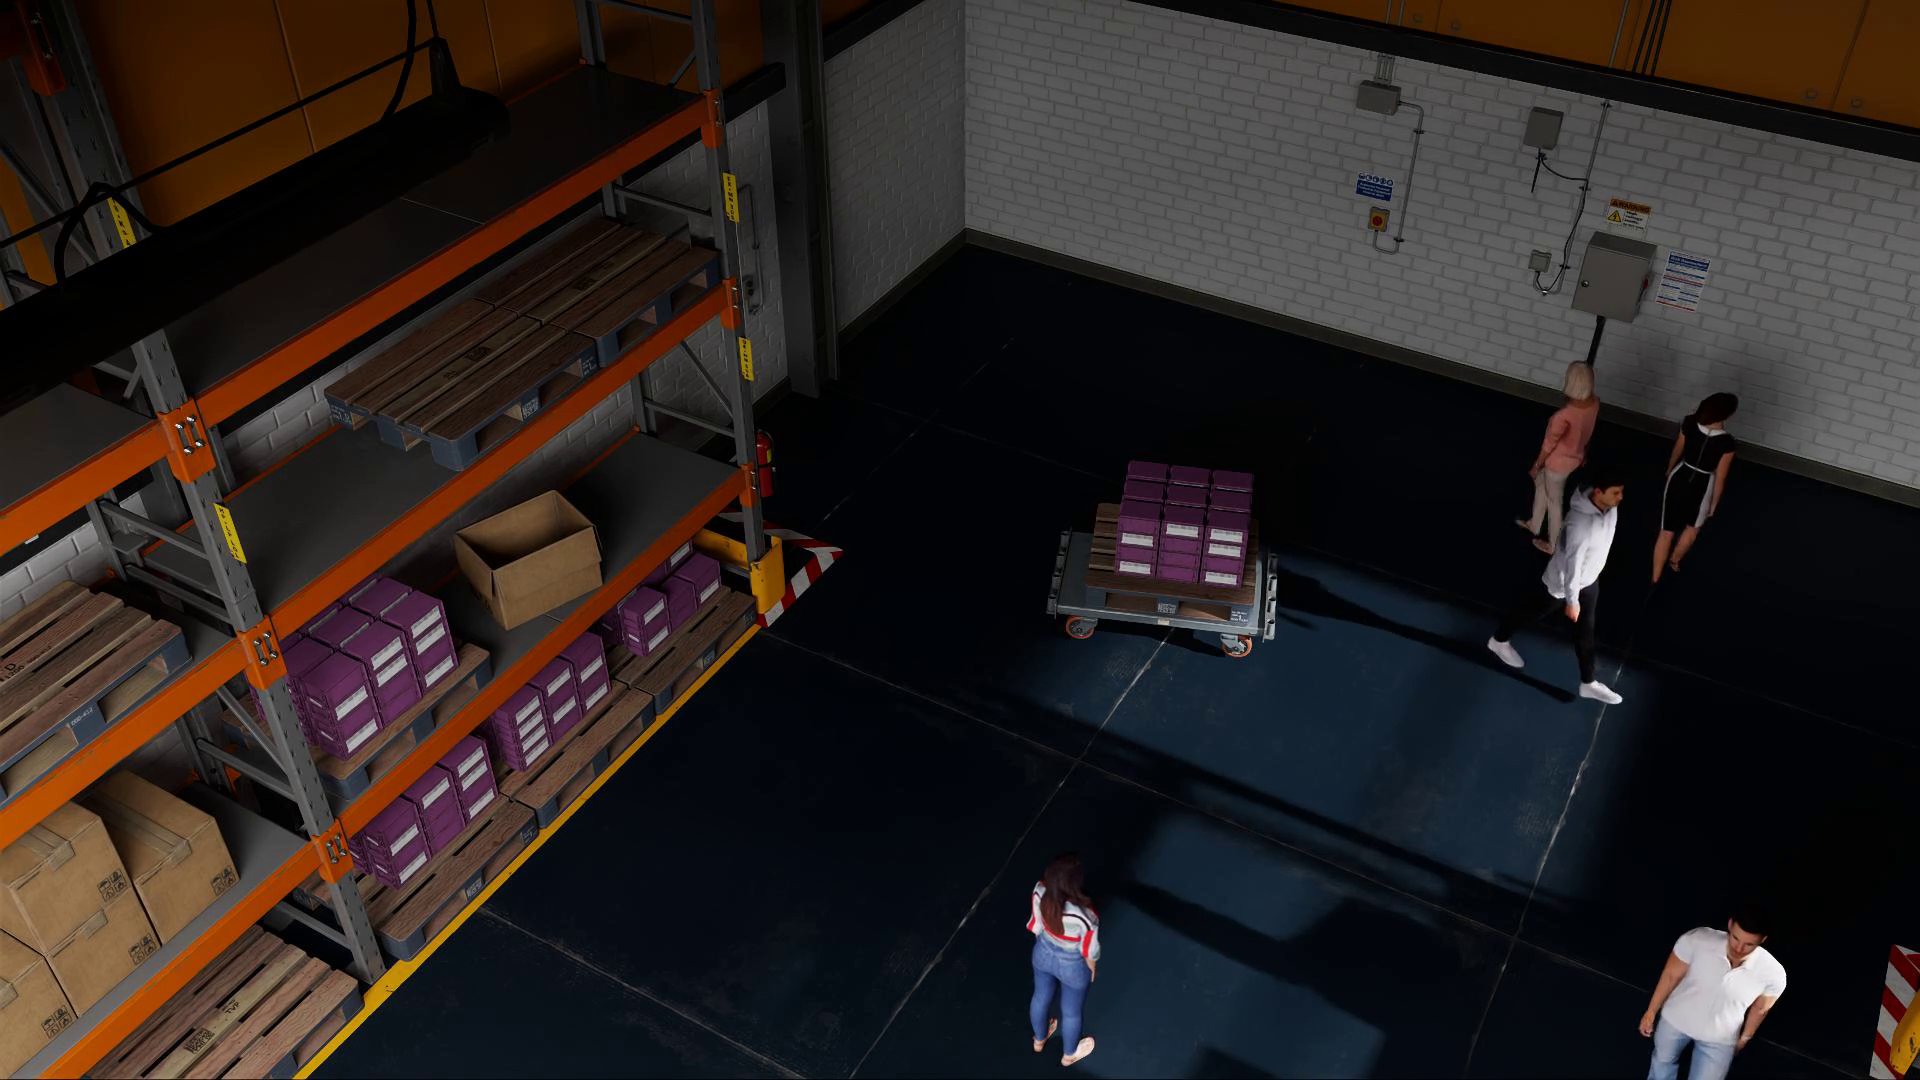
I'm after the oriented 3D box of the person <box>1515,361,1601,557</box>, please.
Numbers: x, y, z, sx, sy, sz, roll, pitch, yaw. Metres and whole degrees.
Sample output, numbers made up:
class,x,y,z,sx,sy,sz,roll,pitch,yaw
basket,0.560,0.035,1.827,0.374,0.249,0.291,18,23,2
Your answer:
class,x,y,z,sx,sy,sz,roll,pitch,yaw
person,4.633,-0.569,12.603,0.772,1.709,0.813,-27,46,-30

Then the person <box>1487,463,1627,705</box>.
class,x,y,z,sx,sy,sz,roll,pitch,yaw
person,4.116,0.230,11.472,1.273,1.873,1.028,-29,47,-31

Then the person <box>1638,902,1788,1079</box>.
class,x,y,z,sx,sy,sz,roll,pitch,yaw
person,3.908,2.461,8.700,0.750,1.847,0.768,30,47,32

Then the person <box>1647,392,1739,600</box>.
class,x,y,z,sx,sy,sz,roll,pitch,yaw
person,5.310,-0.288,12.193,0.699,1.781,0.808,26,45,28

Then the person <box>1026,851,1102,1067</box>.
class,x,y,z,sx,sy,sz,roll,pitch,yaw
person,0.560,2.283,9.109,0.603,1.613,0.533,25,45,28
